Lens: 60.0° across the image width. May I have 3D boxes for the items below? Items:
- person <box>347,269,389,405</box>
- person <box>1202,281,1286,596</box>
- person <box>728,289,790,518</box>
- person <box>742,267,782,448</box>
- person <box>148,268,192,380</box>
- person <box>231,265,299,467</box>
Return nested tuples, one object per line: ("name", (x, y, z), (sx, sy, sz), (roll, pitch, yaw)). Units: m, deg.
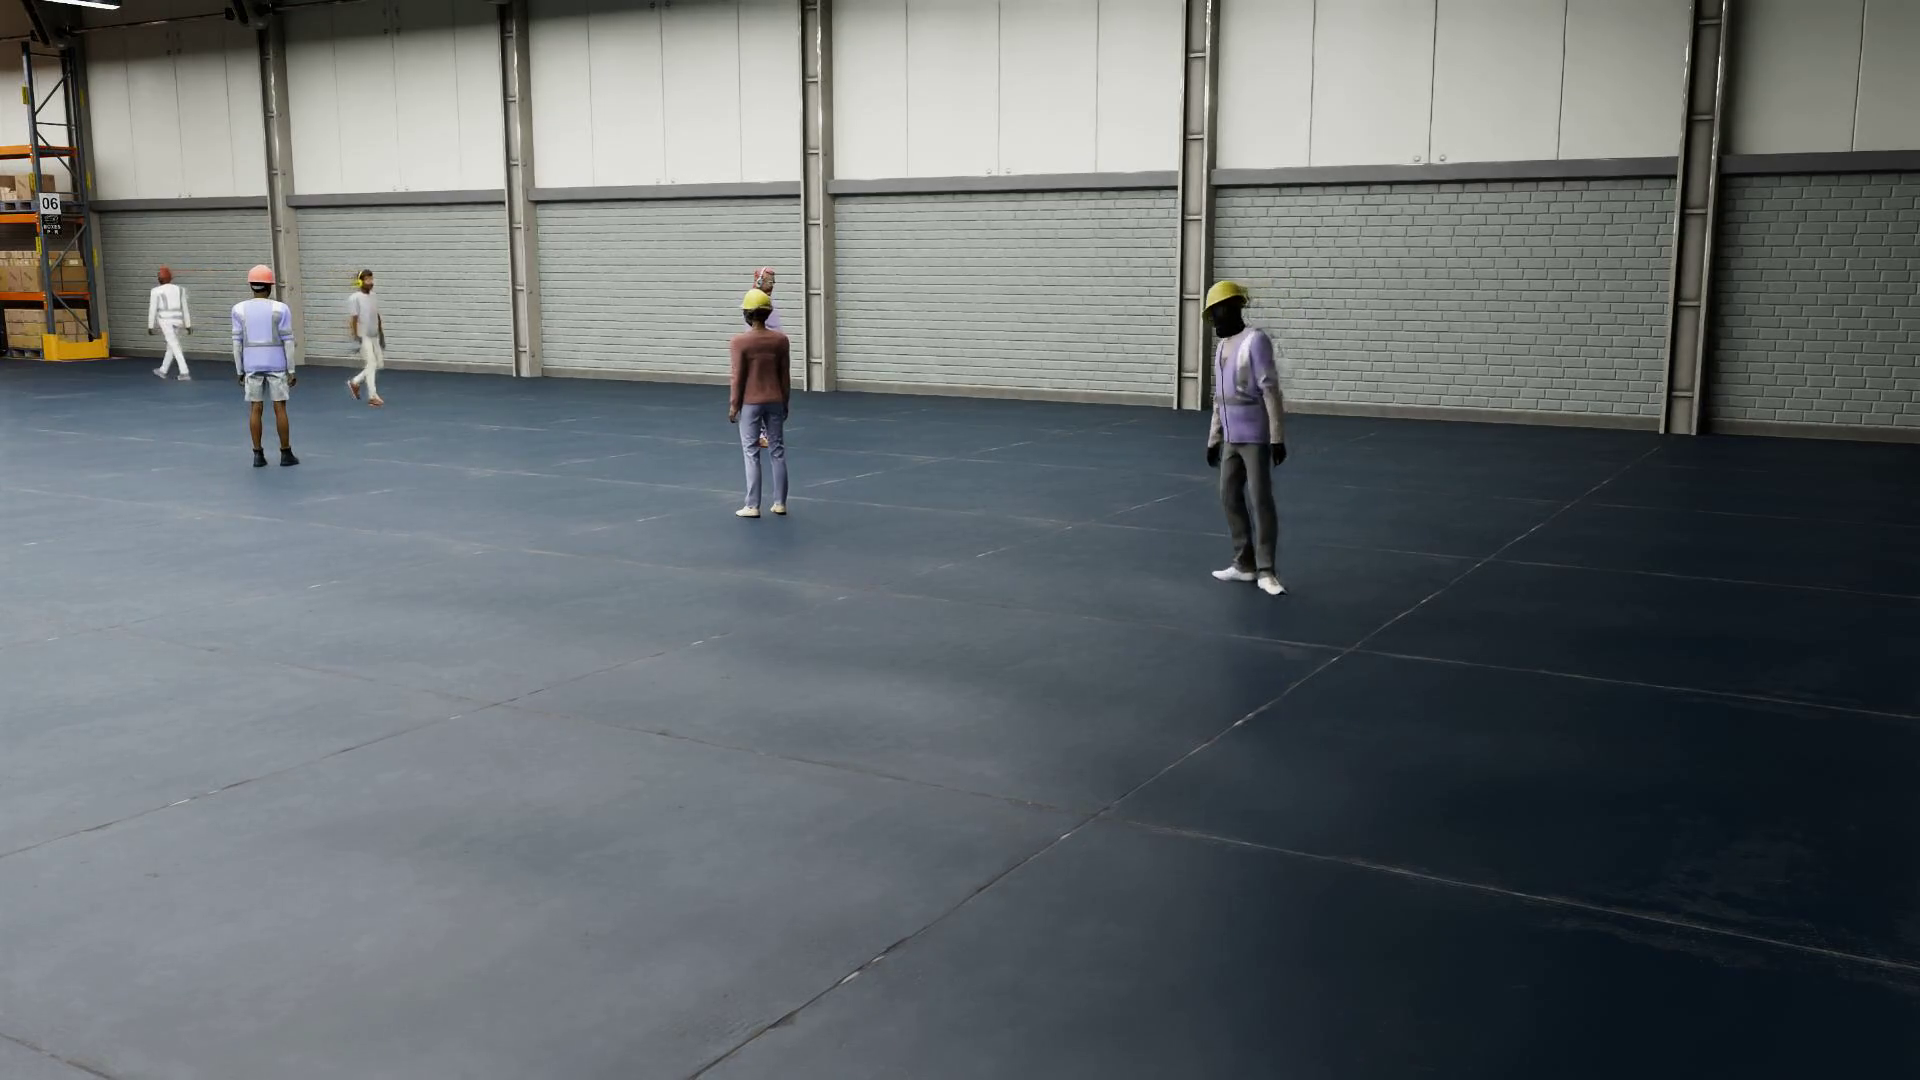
("person", (-8.081, -2.753, 22.614), (0.614, 1.850, 0.540), (3, 10, 17))
("person", (1.743, -0.619, 10.070), (0.384, 1.876, 0.744), (-4, 10, -21))
("person", (-1.562, -1.053, 12.915), (0.534, 1.766, 0.319), (-7, 12, -36))
("person", (-2.085, -1.938, 17.701), (0.407, 1.902, 0.639), (1, 10, 4))
("person", (-12.969, -3.529, 27.224), (1.005, 1.824, 0.594), (6, 11, 29))
("person", (-6.680, -1.669, 16.013), (0.551, 1.935, 0.375), (-2, 10, -9))
